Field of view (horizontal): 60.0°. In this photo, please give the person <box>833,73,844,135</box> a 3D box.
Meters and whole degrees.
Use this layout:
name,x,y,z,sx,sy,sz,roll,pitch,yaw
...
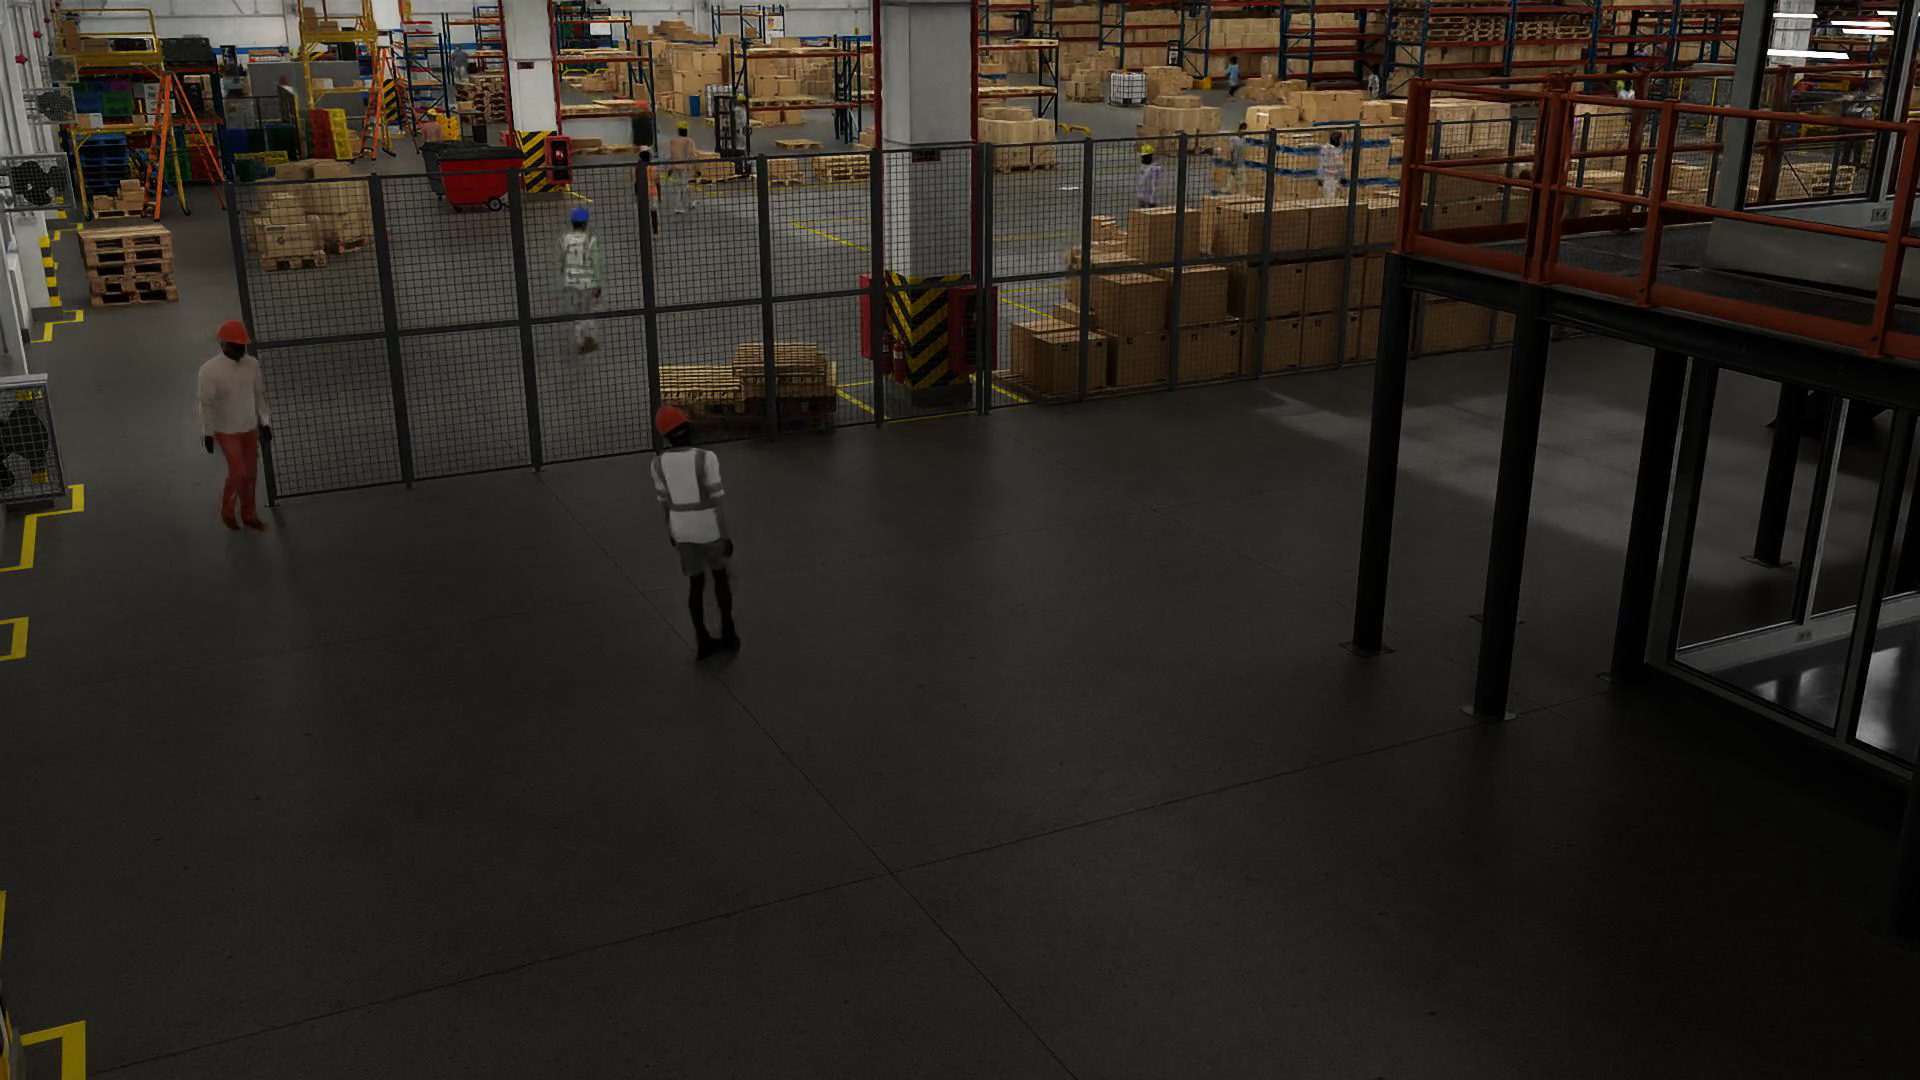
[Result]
name,x,y,z,sx,sy,sz,roll,pitch,yaw
person,-3.659,-13.342,50.908,0.344,1.847,0.504,17,25,40

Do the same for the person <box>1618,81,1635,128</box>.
name,x,y,z,sx,sy,sz,roll,pitch,yaw
person,20.163,-13.067,50.398,0.536,1.656,0.850,5,20,13

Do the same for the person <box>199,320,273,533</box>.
name,x,y,z,sx,sy,sz,roll,pitch,yaw
person,-6.482,-1.010,14.973,0.449,1.969,0.632,9,21,25

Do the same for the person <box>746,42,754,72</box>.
name,x,y,z,sx,sy,sz,roll,pitch,yaw
person,-8.958,-20.145,70.577,0.587,1.877,0.894,-9,21,-24

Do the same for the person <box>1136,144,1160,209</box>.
name,x,y,z,sx,sy,sz,roll,pitch,yaw
person,3.353,-6.170,30.019,0.382,1.918,0.588,-9,21,-24

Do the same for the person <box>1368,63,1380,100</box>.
name,x,y,z,sx,sy,sz,roll,pitch,yaw
person,13.375,-14.414,53.833,0.363,1.965,0.610,10,21,26

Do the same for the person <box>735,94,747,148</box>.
name,x,y,z,sx,sy,sz,roll,pitch,yaw
person,-5.779,-10.937,44.095,0.325,1.741,0.492,7,20,19

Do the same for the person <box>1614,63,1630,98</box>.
name,x,y,z,sx,sy,sz,roll,pitch,yaw
person,23.887,-16.363,59.958,0.890,1.645,0.544,-11,22,-29

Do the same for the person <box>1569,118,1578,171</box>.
name,x,y,z,sx,sy,sz,roll,pitch,yaw
person,13.971,-9.119,38.393,0.408,2.035,0.601,-3,19,-8

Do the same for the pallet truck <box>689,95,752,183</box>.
name,x,y,z,sx,sy,sz,roll,pitch,yaw
pallet truck,-5.836,-9.608,39.856,0.823,1.965,1.885,10,22,27

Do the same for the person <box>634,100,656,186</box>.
name,x,y,z,sx,sy,sz,roll,pitch,yaw
person,-7.467,-9.342,39.125,0.694,1.971,0.622,9,21,25

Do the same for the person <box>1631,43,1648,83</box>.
name,x,y,z,sx,sy,sz,roll,pitch,yaw
person,27.916,-19.425,68.403,0.629,1.940,0.373,4,19,11

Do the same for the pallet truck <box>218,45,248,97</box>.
name,x,y,z,sx,sy,sz,roll,pitch,yaw
pallet truck,-28.879,-18.665,66.111,0.823,1.965,1.885,-3,19,-9

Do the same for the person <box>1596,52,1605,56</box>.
name,x,y,z,sx,sy,sz,roll,pitch,yaw
person,28.775,-21.537,74.971,0.515,1.641,0.314,5,20,15

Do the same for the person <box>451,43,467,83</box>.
name,x,y,z,sx,sy,sz,roll,pitch,yaw
person,-20.817,-19.708,69.241,0.648,1.926,0.561,0,19,0

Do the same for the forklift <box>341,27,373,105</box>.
name,x,y,z,sx,sy,sz,roll,pitch,yaw
forklift,-22.275,-17.346,60.954,1.873,2.768,1.129,-9,21,-25

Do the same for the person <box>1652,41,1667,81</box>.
name,x,y,z,sx,sy,sz,roll,pitch,yaw
person,31.398,-21.567,74.671,0.639,1.902,0.407,-6,20,-16

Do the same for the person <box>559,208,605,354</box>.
name,x,y,z,sx,sy,sz,roll,pitch,yaw
person,-4.989,-3.416,21.998,0.620,1.929,0.430,6,20,16

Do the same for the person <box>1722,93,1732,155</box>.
name,x,y,z,sx,sy,sz,roll,pitch,yaw
person,20.840,-11.148,44.467,0.805,1.901,0.577,11,22,29

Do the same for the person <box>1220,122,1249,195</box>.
name,x,y,z,sx,sy,sz,roll,pitch,yaw
person,5.848,-7.929,35.243,0.534,1.841,0.894,-11,22,-29

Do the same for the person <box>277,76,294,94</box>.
name,x,y,z,sx,sy,sz,roll,pitch,yaw
person,-19.905,-12.788,49.272,0.459,1.874,0.592,13,23,33

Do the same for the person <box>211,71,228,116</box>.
name,x,y,z,sx,sy,sz,roll,pitch,yaw
person,-24.890,-14.976,55.969,0.526,1.619,0.621,0,19,-1

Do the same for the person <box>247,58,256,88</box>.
name,x,y,z,sx,sy,sz,roll,pitch,yaw
person,-24.423,-15.687,57.581,0.368,1.929,0.542,-7,20,-18

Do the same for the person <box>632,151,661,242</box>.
name,x,y,z,sx,sy,sz,roll,pitch,yaw
person,-5.896,-6.483,31.343,0.546,1.629,0.839,-8,21,-21

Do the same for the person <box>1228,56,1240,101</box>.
name,x,y,z,sx,sy,sz,roll,pitch,yaw
person,10.461,-17.637,63.601,0.545,1.680,0.375,-12,22,-30

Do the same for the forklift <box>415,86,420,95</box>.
name,x,y,z,sx,sy,sz,roll,pitch,yaw
forklift,-22.536,-19.027,65.825,1.129,2.768,1.873,14,23,35

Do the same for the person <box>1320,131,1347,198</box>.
name,x,y,z,sx,sy,sz,roll,pitch,yaw
person,7.537,-7.252,33.311,0.652,1.807,0.791,-17,25,-41

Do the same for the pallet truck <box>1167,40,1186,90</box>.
name,x,y,z,sx,sy,sz,roll,pitch,yaw
pallet truck,9.045,-19.971,69.895,0.823,1.965,1.885,-3,19,-8

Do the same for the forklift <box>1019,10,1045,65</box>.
name,x,y,z,sx,sy,sz,roll,pitch,yaw
forklift,3.327,-25.454,84.456,1.873,2.768,1.129,-9,21,-25

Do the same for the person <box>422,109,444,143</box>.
name,x,y,z,sx,sy,sz,roll,pitch,yaw
person,-12.386,-9.261,39.214,0.524,1.760,0.327,3,19,9

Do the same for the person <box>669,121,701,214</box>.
name,x,y,z,sx,sy,sz,roll,pitch,yaw
person,-5.745,-7.807,34.819,0.616,1.870,0.995,8,21,23

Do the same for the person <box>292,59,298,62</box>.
name,x,y,z,sx,sy,sz,roll,pitch,yaw
person,-22.913,-15.771,57.870,0.921,1.912,0.640,2,19,5

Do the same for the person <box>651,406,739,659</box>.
name,x,y,z,sx,sy,sz,roll,pitch,yaw
person,-1.966,-0.061,12.360,0.637,1.871,0.523,3,19,9

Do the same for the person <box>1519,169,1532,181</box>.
name,x,y,z,sx,sy,sz,roll,pitch,yaw
person,9.245,-5.150,27.217,0.822,1.808,0.656,5,20,13
